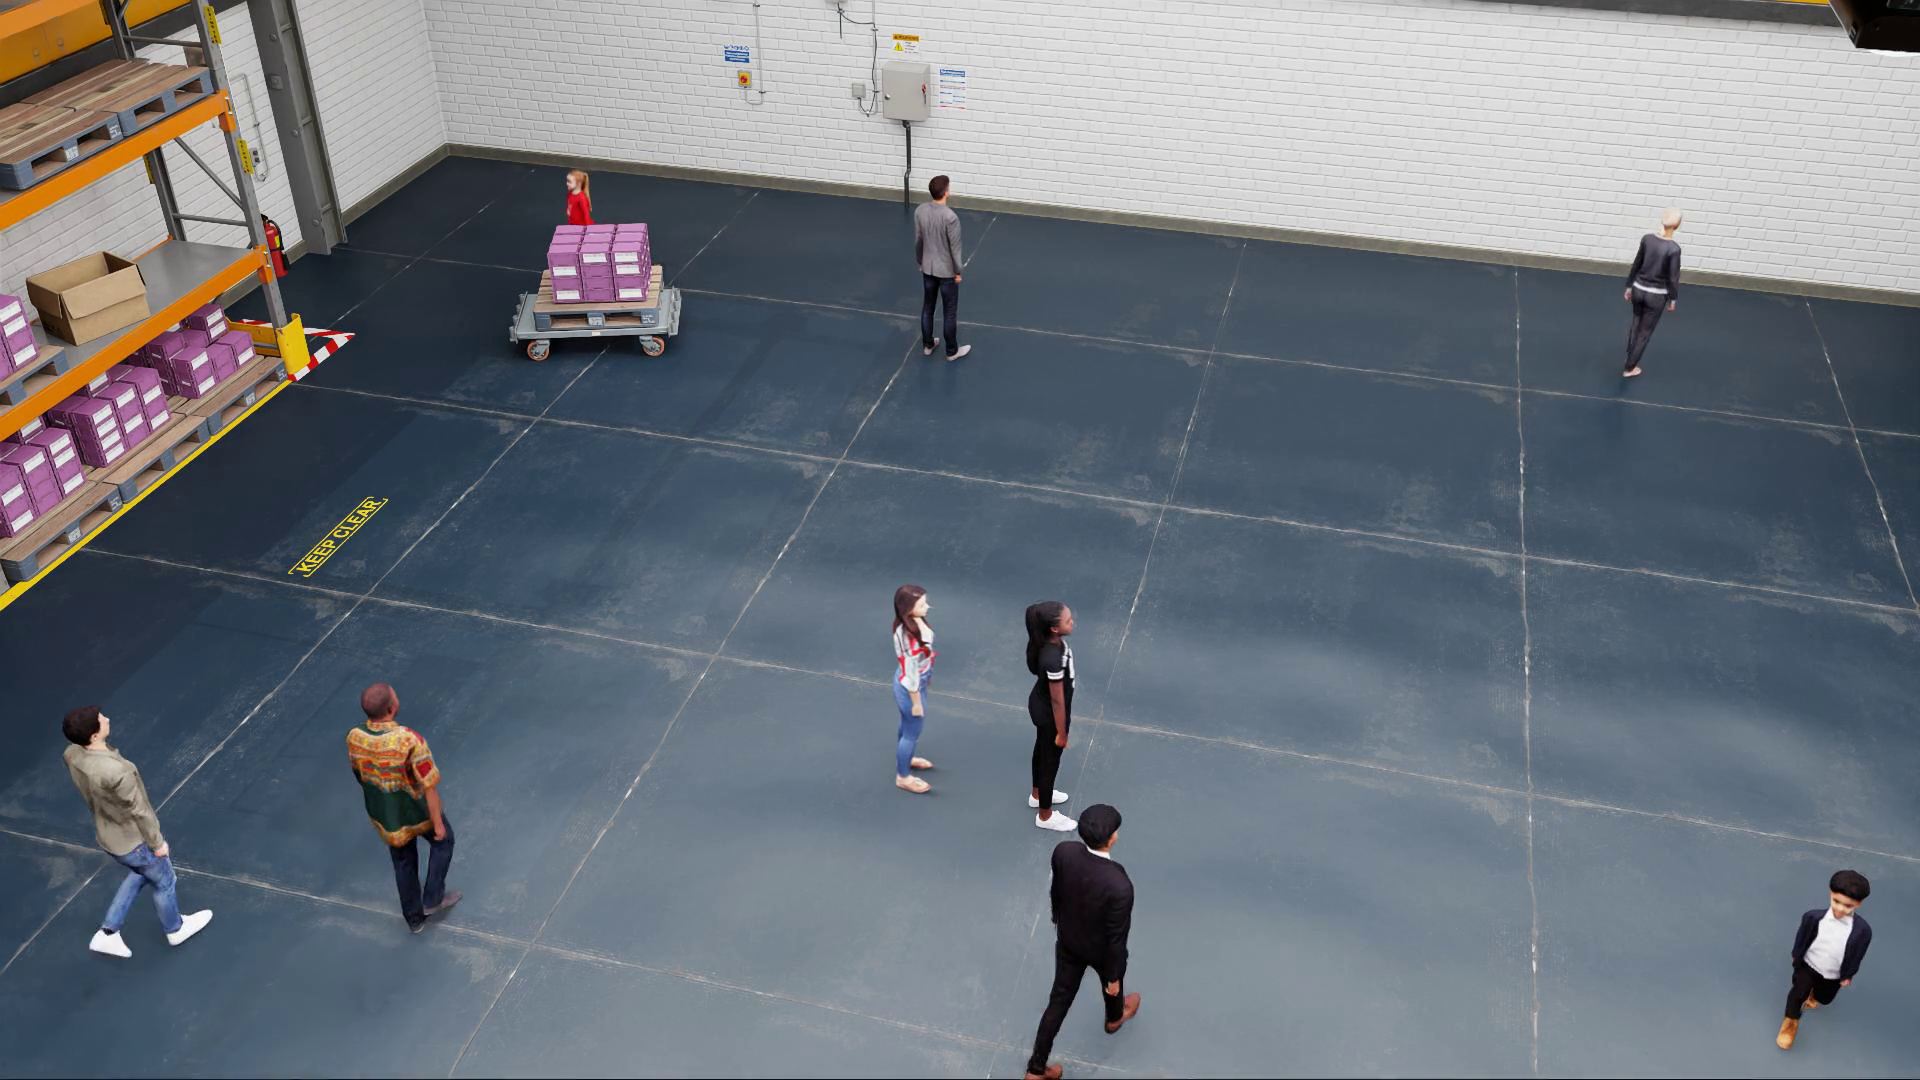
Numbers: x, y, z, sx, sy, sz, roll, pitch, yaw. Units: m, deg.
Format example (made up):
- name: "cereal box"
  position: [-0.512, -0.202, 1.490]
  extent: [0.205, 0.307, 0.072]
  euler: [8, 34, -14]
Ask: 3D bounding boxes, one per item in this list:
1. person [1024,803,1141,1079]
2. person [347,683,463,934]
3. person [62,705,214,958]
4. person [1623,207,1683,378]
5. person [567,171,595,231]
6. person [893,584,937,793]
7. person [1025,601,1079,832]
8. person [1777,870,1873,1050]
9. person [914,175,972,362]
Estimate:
- name: "person"
  position: [0.628, 2.214, 8.966]
  extent: [1.073, 1.842, 1.320]
  euler: [27, 42, 35]
- name: "person"
  position: [-3.334, 1.651, 9.856]
  extent: [0.684, 1.794, 0.648]
  euler: [8, 34, 12]
- name: "person"
  position: [-4.898, 1.751, 9.656]
  extent: [0.890, 1.849, 1.040]
  euler: [21, 39, 29]
- name: "person"
  position: [6.577, -2.361, 15.966]
  extent: [0.850, 1.712, 0.794]
  euler: [-21, 39, -28]
- name: "person"
  position: [-4.021, -3.373, 17.889]
  extent: [0.850, 1.268, 0.767]
  euler: [-21, 39, -29]
- name: "person"
  position: [-0.326, 0.961, 11.061]
  extent: [0.687, 1.609, 0.500]
  euler: [2, 34, 4]
- name: "person"
  position: [0.592, 1.112, 10.725]
  extent: [0.753, 1.728, 0.638]
  euler: [-4, 34, -6]
- name: "person"
  position: [4.884, 2.322, 9.367]
  extent: [0.609, 1.217, 0.782]
  euler: [18, 38, 25]
- name: "person"
  position: [-0.190, -2.666, 16.277]
  extent: [0.756, 1.874, 0.721]
  euler: [20, 39, 28]
